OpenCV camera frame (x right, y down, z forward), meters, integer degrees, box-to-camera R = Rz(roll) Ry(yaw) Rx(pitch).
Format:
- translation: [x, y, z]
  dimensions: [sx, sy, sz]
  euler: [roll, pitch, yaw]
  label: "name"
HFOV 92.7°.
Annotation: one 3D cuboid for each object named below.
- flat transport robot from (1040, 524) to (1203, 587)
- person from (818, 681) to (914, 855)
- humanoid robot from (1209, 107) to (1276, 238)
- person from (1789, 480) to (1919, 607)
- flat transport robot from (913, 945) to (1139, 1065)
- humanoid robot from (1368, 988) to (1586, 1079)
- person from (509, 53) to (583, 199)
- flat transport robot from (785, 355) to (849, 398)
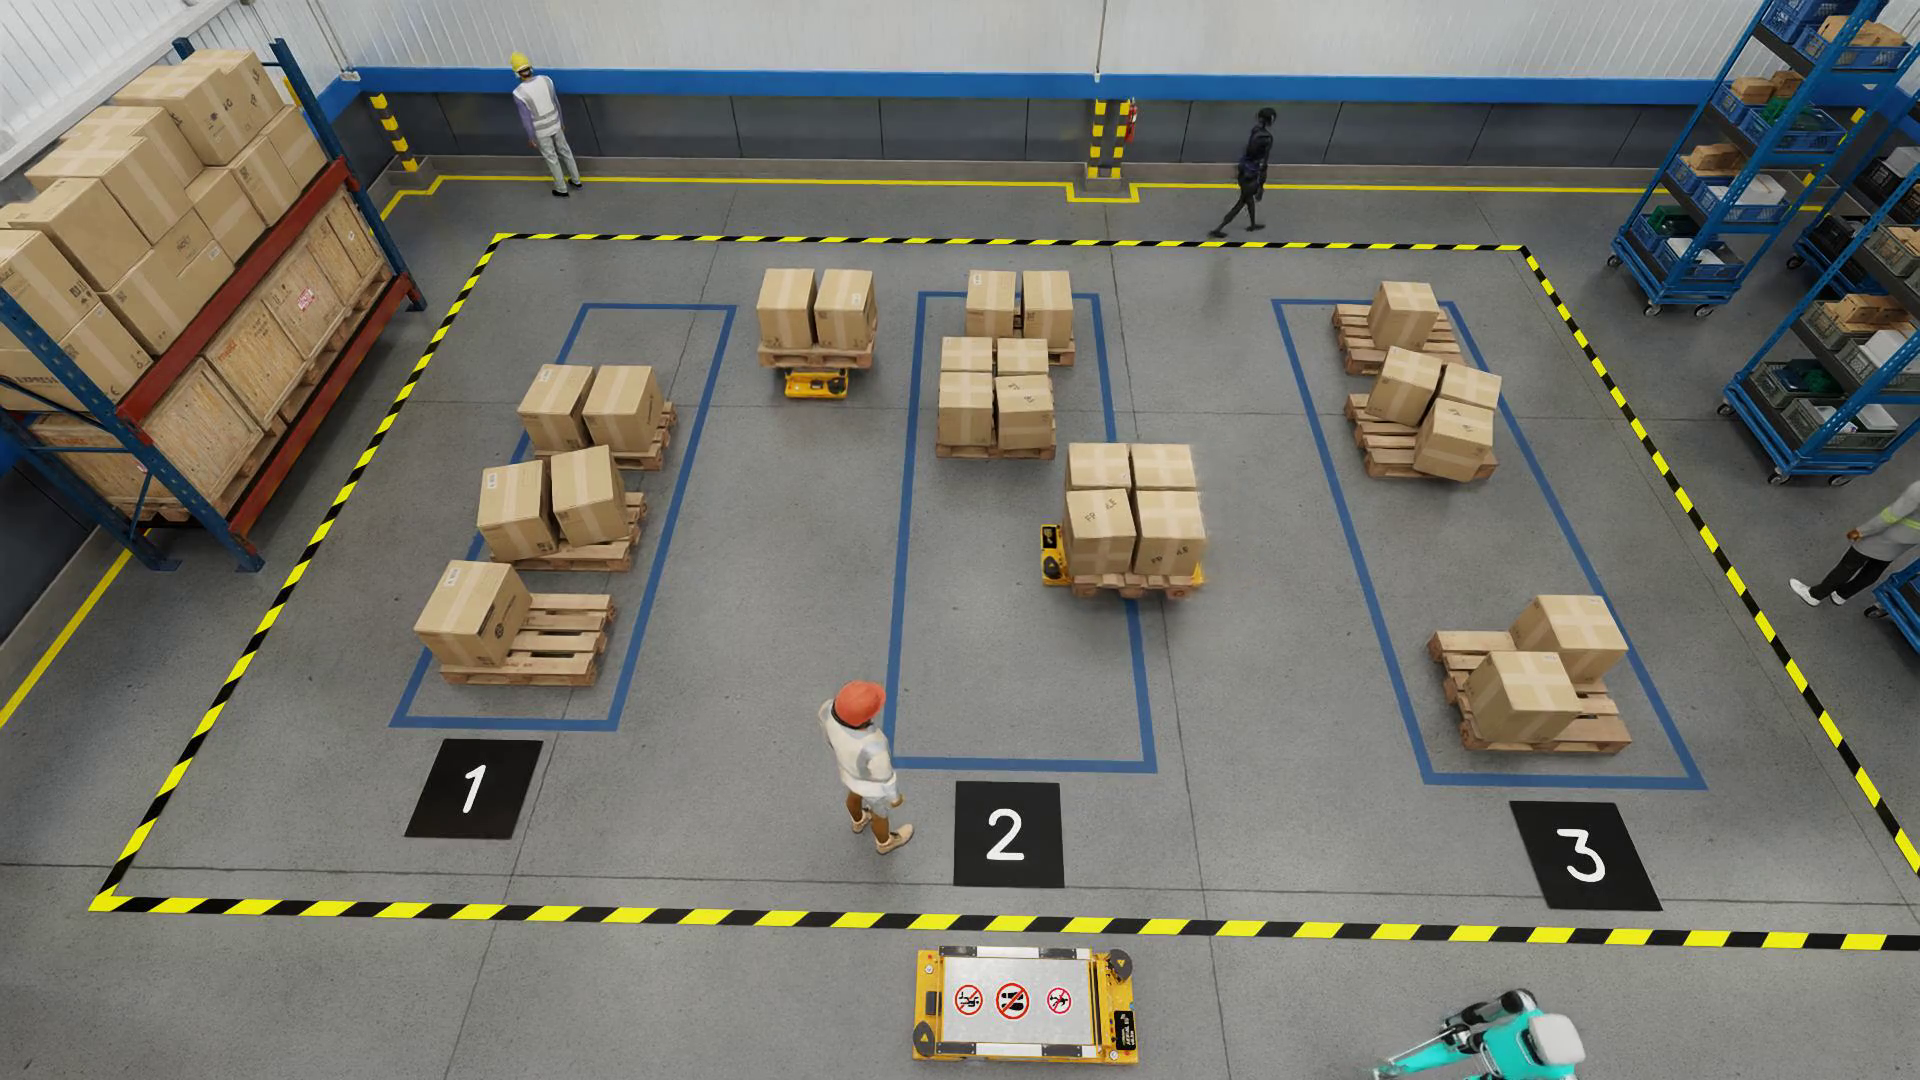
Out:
- translation: [1.465, 0.103, 8.384]
  dimensions: [1.431, 0.197, 0.652]
  euler: [1, 51, 1]
  label: "flat transport robot"
- translation: [-0.611, 1.521, 6.102]
  dimensions: [0.604, 2.045, 0.375]
  euler: [36, 59, 26]
  label: "person"
- translation: [3.583, -4.487, 11.267]
  dimensions: [0.795, 1.622, 0.593]
  euler: [-7, 51, -5]
  label: "humanoid robot"
- translation: [7.695, -0.092, 7.539]
  dimensions: [0.587, 1.852, 0.380]
  euler: [1, 51, 1]
  label: "person"
- translation: [0.422, 3.041, 6.007]
  dimensions: [1.431, 0.231, 0.659]
  euler: [1, 51, 1]
  label: "flat transport robot"
- translation: [2.791, 2.971, 5.111]
  dimensions: [1.027, 1.737, 0.558]
  euler: [-11, 52, -9]
  label: "humanoid robot"
- translation: [-5.356, -5.315, 11.817]
  dimensions: [0.404, 1.821, 0.588]
  euler: [27, 56, 20]
  label: "person"
- translation: [-1.533, -2.135, 10.208]
  dimensions: [0.652, 0.197, 1.431]
  euler: [1, 51, 1]
  label: "flat transport robot"
